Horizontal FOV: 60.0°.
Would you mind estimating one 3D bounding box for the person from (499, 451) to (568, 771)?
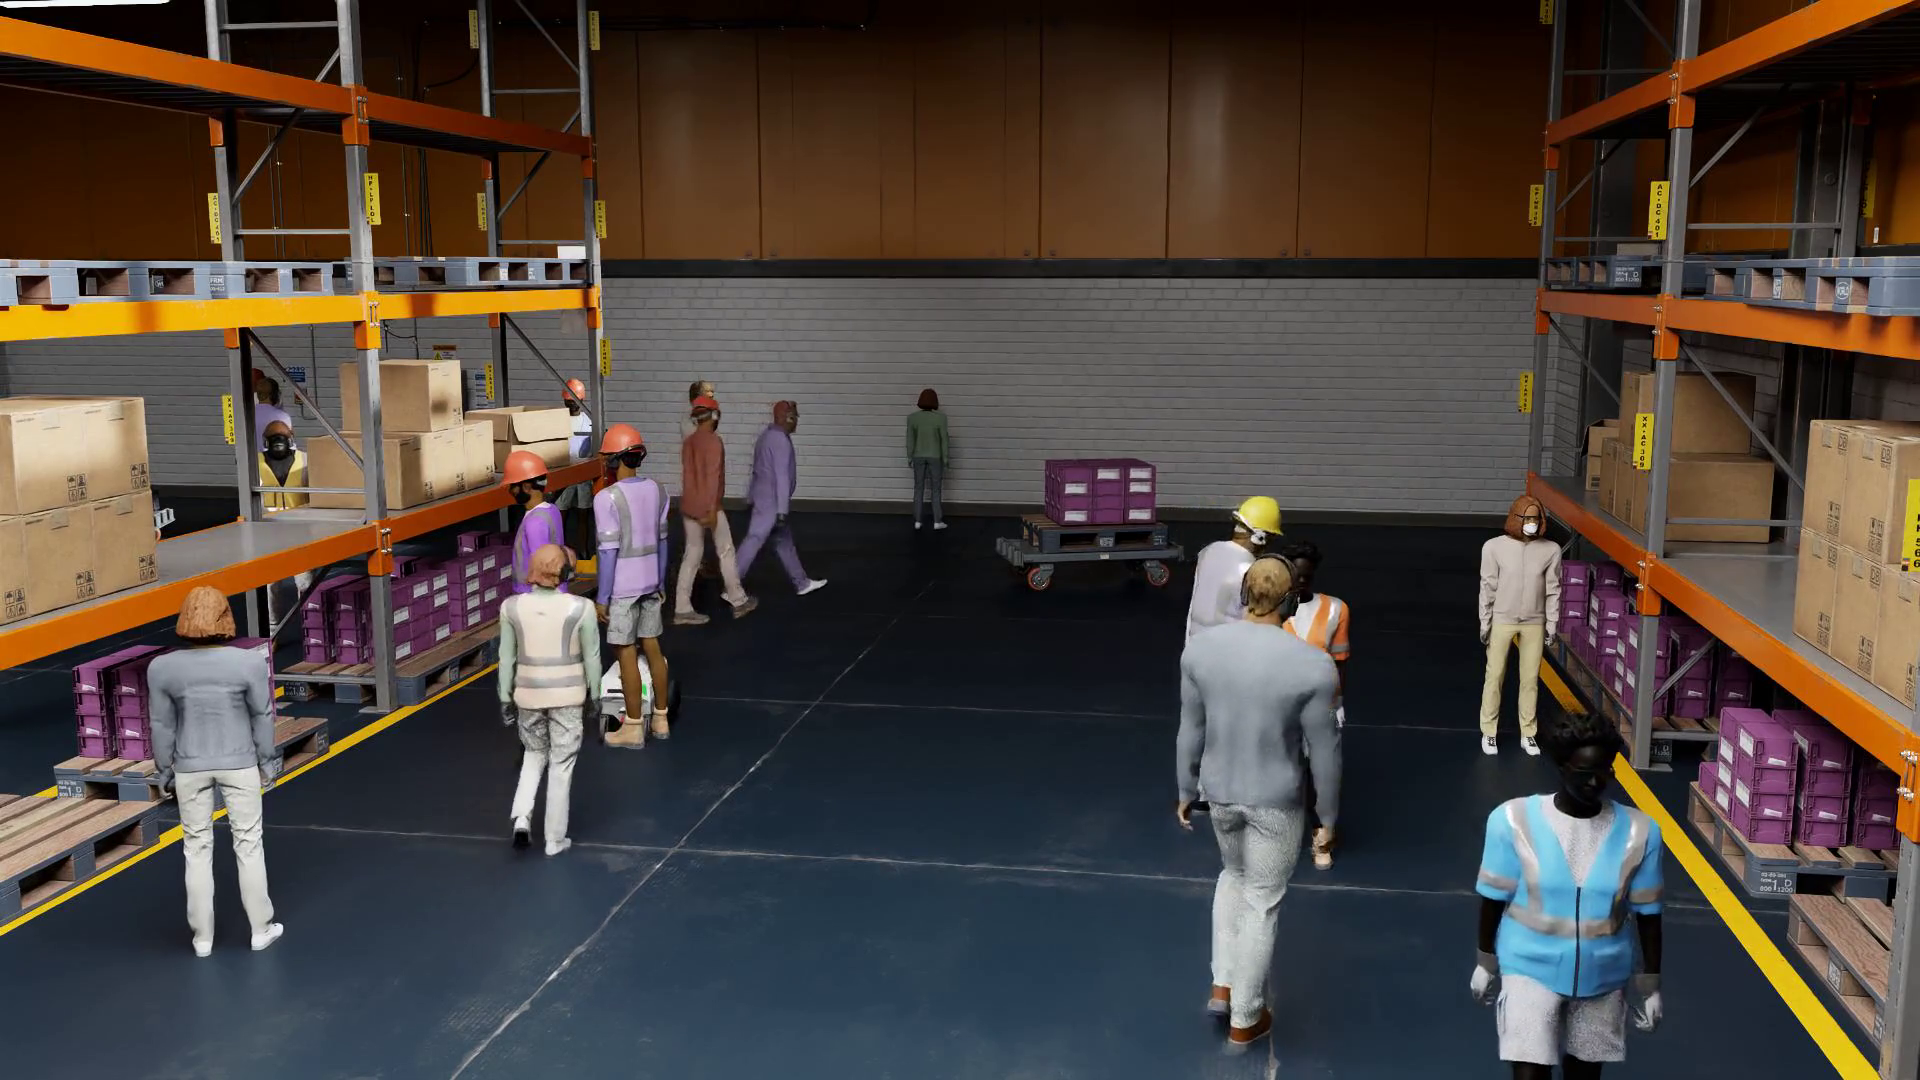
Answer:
[{"bbox_3d":[-2.549,0.423,9.991,0.375,1.927,0.543,-1,9,-6],"label":"person"}]

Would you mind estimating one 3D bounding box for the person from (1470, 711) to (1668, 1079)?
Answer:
[{"bbox_3d":[1.847,1.351,5.005,0.556,1.680,0.587,1,9,7],"label":"person"}]

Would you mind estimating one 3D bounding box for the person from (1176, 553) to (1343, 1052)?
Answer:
[{"bbox_3d":[1.164,1.001,6.430,0.655,1.919,0.515,6,11,34],"label":"person"}]

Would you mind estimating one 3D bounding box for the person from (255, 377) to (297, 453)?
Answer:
[{"bbox_3d":[-6.874,-0.660,16.635,0.632,1.940,0.372,4,10,23],"label":"person"}]

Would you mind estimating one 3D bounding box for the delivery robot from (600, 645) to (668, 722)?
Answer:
[{"bbox_3d":[-2.125,0.926,10.818,0.477,0.478,0.707,0,9,1],"label":"delivery robot"}]

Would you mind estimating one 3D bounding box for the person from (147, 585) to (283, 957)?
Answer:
[{"bbox_3d":[-3.253,1.008,7.279,0.499,1.634,0.285,-2,9,-13],"label":"person"}]

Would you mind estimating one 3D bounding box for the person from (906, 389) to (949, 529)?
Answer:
[{"bbox_3d":[-0.371,-0.937,19.278,0.505,1.632,0.268,3,10,16],"label":"person"}]

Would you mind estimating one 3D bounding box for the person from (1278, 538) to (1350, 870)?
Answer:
[{"bbox_3d":[1.672,0.818,8.298,0.533,1.687,0.320,0,9,1],"label":"person"}]

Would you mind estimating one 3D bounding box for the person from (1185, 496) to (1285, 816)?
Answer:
[{"bbox_3d":[1.487,0.646,9.059,0.511,1.784,0.636,-3,10,-18],"label":"person"}]

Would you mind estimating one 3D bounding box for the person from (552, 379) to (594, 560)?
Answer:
[{"bbox_3d":[-3.800,-0.624,16.433,0.544,1.933,0.376,-6,11,-34],"label":"person"}]

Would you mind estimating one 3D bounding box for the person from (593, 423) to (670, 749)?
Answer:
[{"bbox_3d":[-2.090,0.288,10.465,0.393,2.041,0.614,5,11,31],"label":"person"}]

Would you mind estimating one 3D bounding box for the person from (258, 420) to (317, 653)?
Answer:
[{"bbox_3d":[-5.301,-0.027,13.071,0.618,1.835,0.430,-4,10,-23],"label":"person"}]

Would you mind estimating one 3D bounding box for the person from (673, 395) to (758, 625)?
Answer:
[{"bbox_3d":[-2.110,-0.264,14.217,0.915,1.927,0.685,-8,12,-42],"label":"person"}]

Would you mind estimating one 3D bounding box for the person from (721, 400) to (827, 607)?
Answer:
[{"bbox_3d":[-1.689,-0.330,14.963,1.065,1.830,0.708,-3,10,-19],"label":"person"}]

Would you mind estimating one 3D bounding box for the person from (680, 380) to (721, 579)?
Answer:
[{"bbox_3d":[-2.541,-0.593,16.233,0.373,1.935,0.628,-1,9,-3],"label":"person"}]

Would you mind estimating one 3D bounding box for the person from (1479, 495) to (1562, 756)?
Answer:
[{"bbox_3d":[3.448,0.527,10.277,0.497,1.629,0.277,0,9,3],"label":"person"}]

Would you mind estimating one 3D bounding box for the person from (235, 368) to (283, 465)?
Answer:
[{"bbox_3d":[-7.995,-1.020,19.019,0.337,1.882,0.584,9,13,43],"label":"person"}]

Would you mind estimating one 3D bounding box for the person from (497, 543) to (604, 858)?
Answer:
[{"bbox_3d":[-2.090,0.819,8.504,0.514,1.623,0.366,1,9,5],"label":"person"}]
